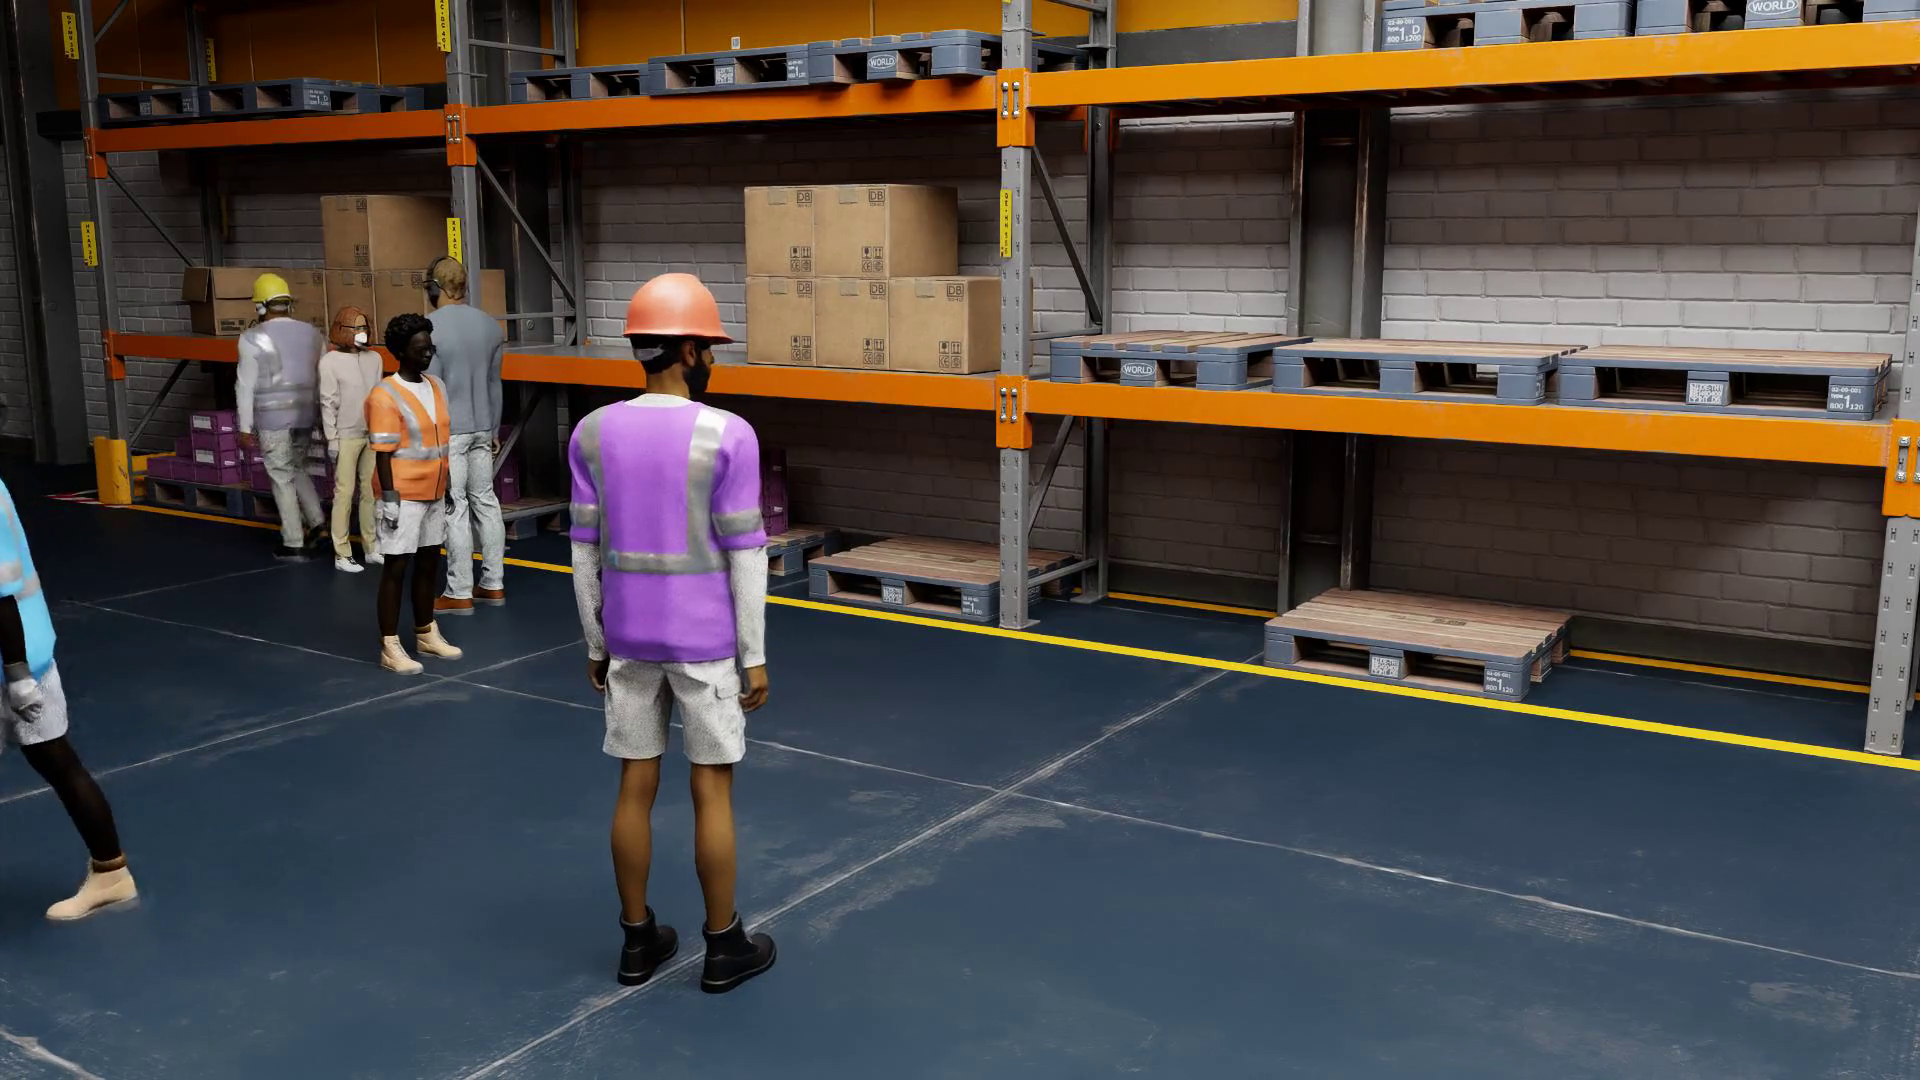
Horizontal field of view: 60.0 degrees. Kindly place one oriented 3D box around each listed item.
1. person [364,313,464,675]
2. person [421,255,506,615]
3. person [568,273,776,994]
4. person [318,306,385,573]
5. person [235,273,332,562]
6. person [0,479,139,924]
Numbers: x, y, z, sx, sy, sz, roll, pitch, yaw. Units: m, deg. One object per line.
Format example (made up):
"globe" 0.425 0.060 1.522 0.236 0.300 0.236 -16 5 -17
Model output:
"person" -2.571 -0.217 7.822 0.322 1.690 0.537 3 11 18
"person" -2.724 -0.562 9.026 0.353 1.937 0.635 5 11 27
"person" -0.763 0.258 4.497 0.548 1.934 0.374 3 11 17
"person" -3.701 -0.616 10.202 0.283 1.625 0.494 4 11 23
"person" -4.276 -0.763 10.502 0.424 1.815 0.592 6 12 28
"person" -2.833 0.353 4.728 0.847 1.653 0.549 -5 11 -26
